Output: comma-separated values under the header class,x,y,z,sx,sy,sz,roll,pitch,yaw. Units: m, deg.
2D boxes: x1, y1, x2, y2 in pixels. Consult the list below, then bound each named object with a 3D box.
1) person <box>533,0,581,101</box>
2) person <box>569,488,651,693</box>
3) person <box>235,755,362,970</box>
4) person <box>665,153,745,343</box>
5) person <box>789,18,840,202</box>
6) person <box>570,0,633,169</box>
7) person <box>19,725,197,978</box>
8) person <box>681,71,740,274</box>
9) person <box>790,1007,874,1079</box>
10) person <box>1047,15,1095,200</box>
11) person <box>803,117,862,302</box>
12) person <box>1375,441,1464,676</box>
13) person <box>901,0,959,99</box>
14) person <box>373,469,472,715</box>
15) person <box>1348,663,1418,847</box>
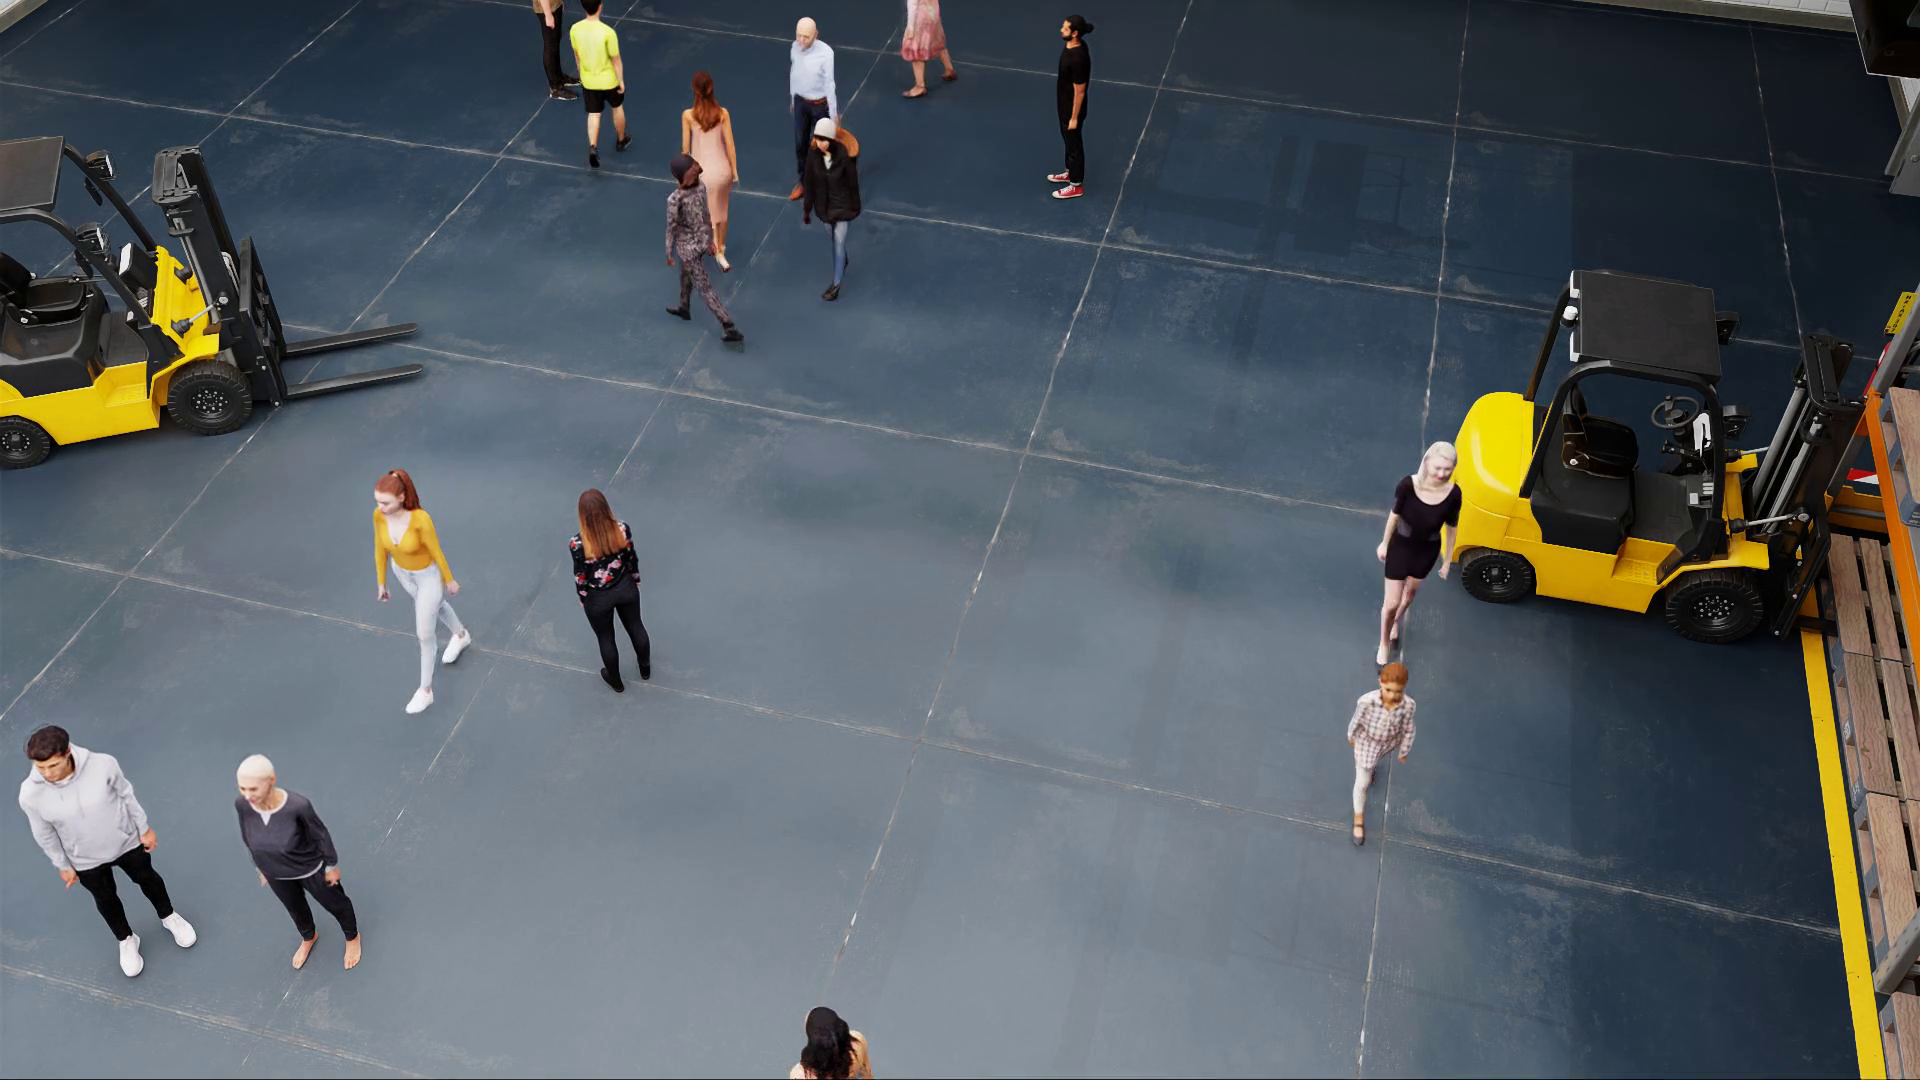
class,x,y,z,sx,sy,sz,roll,pitch,yaw
person,-4.094,-5.314,16.524,0.778,1.852,0.600,0,44,0
person,-2.258,0.322,10.729,0.642,1.683,0.706,-23,48,-22
person,-3.674,1.763,9.186,0.648,1.725,0.590,2,44,2
person,-2.109,-2.324,13.512,0.914,1.677,1.134,27,50,25
person,-1.279,-3.976,15.185,0.889,1.761,1.132,28,50,26
person,-3.397,-4.300,15.579,0.738,1.686,1.021,4,44,4
person,-4.729,1.654,9.155,0.740,1.926,0.826,-27,50,-25
person,-2.117,-3.071,14.203,0.886,1.805,1.041,-6,44,-7
person,-0.557,2.824,8.074,0.691,1.723,0.772,-28,50,-26
person,1.029,-3.965,15.175,0.751,1.758,0.608,-3,44,-3
person,-1.060,-2.900,14.176,0.658,1.593,1.003,12,45,13
person,2.978,0.020,10.952,0.675,1.814,0.803,4,44,4
person,-0.369,-5.222,16.549,0.923,1.684,0.713,17,46,17
person,-3.473,0.190,10.844,0.661,1.716,1.078,13,45,13
person,2.555,1.165,10.140,0.609,1.275,0.989,6,44,6
